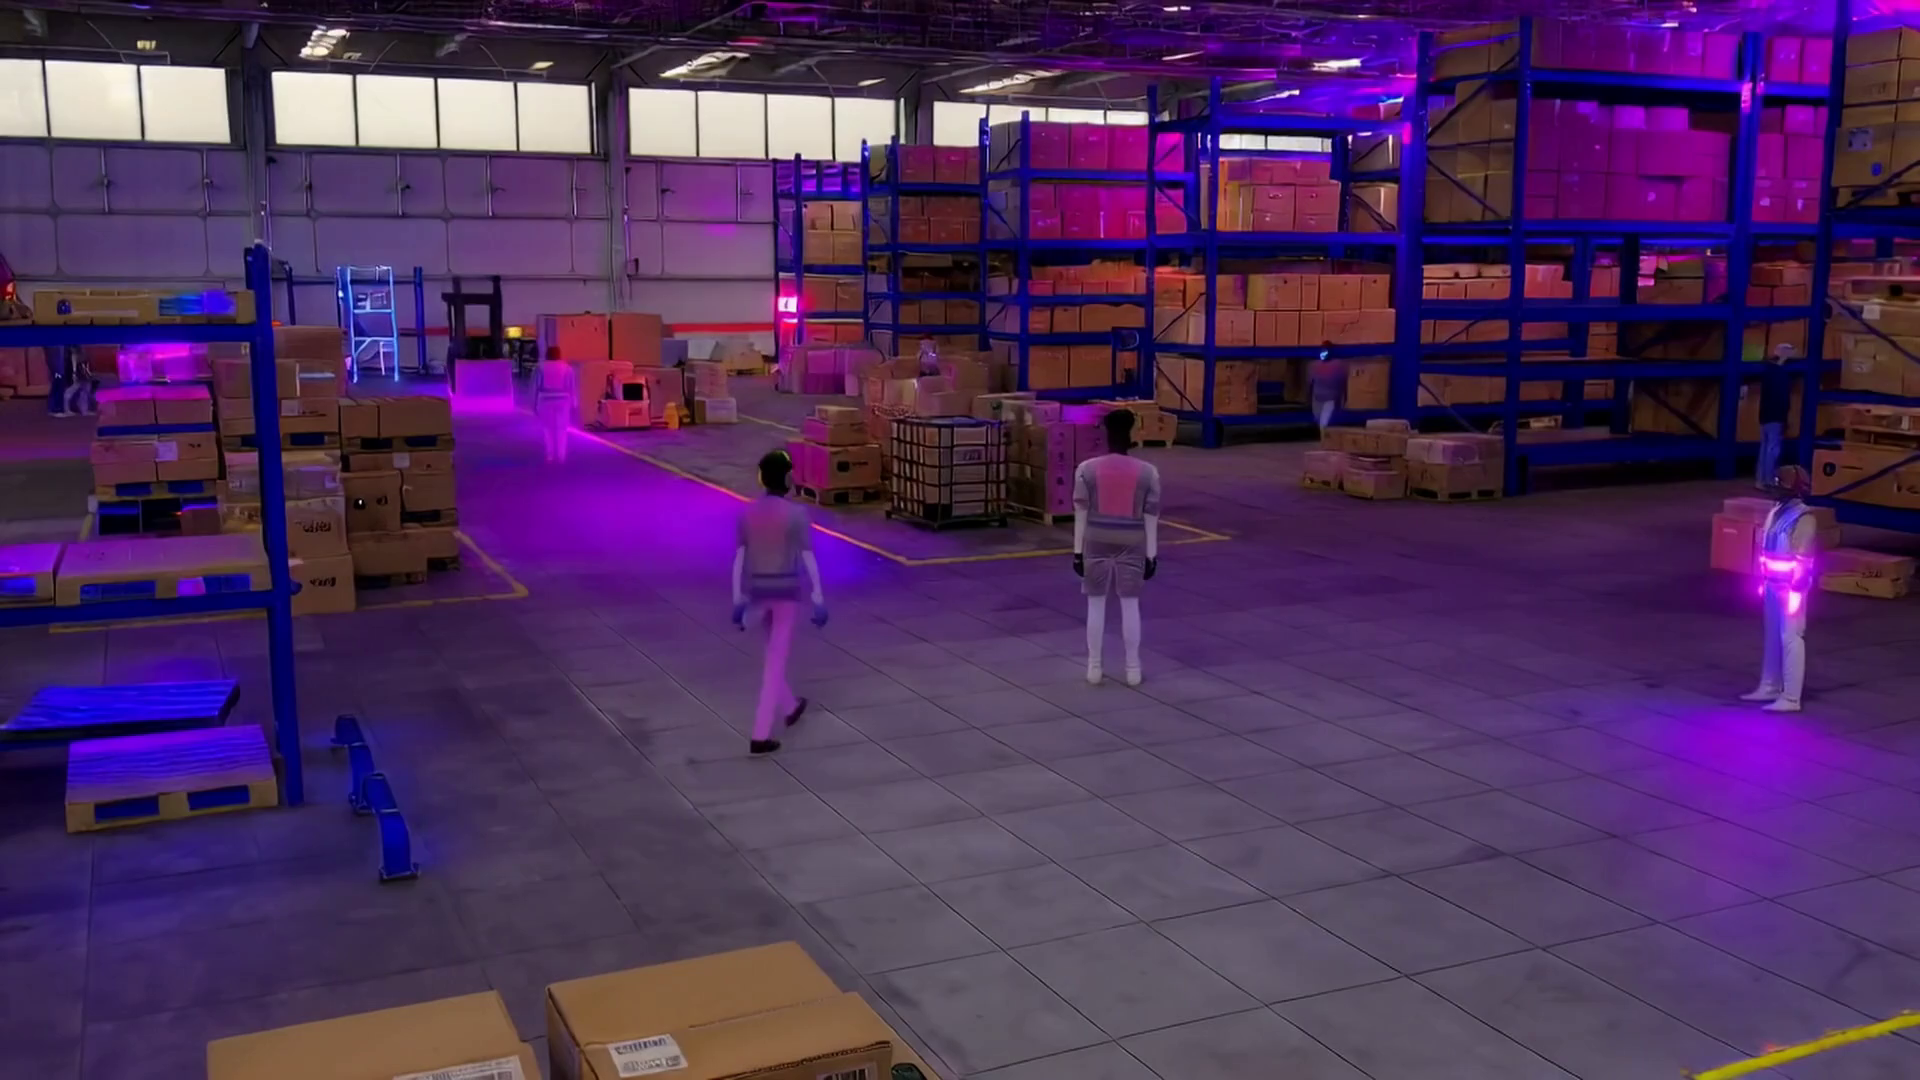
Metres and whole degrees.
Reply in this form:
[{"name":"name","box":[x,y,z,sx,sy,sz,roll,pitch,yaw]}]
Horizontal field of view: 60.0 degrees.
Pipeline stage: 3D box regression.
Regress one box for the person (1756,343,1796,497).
[{"name":"person","box":[10.541,-1.551,21.494,0.399,1.990,0.617,1,9,9]}]

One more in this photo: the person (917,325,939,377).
[{"name":"person","box":[-0.726,-4.000,37.561,0.529,1.697,0.321,-4,10,-25]}]

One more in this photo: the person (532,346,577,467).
[{"name":"person","box":[-6.064,-2.004,24.902,0.652,1.788,0.976,-2,9,-14]}]

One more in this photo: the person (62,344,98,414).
[{"name":"person","box":[-18.057,-3.514,34.016,0.515,1.879,0.891,8,12,42]}]

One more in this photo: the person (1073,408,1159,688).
[{"name":"person","box":[1.082,0.061,11.583,0.598,1.958,0.378,1,9,5]}]

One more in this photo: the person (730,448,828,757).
[{"name":"person","box":[-1.067,0.350,10.169,0.541,1.822,0.947,3,10,19]}]

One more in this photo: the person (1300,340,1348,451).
[{"name":"person","box":[5.327,-1.985,24.452,0.632,1.885,1.015,8,12,41]}]

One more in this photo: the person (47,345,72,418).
[{"name":"person","box":[-17.981,-3.401,33.158,0.374,1.932,0.624,-3,9,-15]}]

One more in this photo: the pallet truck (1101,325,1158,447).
[{"name":"pallet truck","box":[2.881,-2.596,27.923,0.823,1.965,1.885,-1,9,-7]}]

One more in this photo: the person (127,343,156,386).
[{"name":"person","box":[-16.951,-3.500,34.459,0.540,1.697,0.317,-7,12,-38]}]

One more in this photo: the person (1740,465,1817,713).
[{"name":"person","box":[5.436,0.317,10.967,0.307,1.638,0.512,0,9,0]}]

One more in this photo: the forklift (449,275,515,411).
[{"name":"forklift","box":[-10.074,-4.146,34.812,1.129,2.768,1.873,-4,10,-25]}]
